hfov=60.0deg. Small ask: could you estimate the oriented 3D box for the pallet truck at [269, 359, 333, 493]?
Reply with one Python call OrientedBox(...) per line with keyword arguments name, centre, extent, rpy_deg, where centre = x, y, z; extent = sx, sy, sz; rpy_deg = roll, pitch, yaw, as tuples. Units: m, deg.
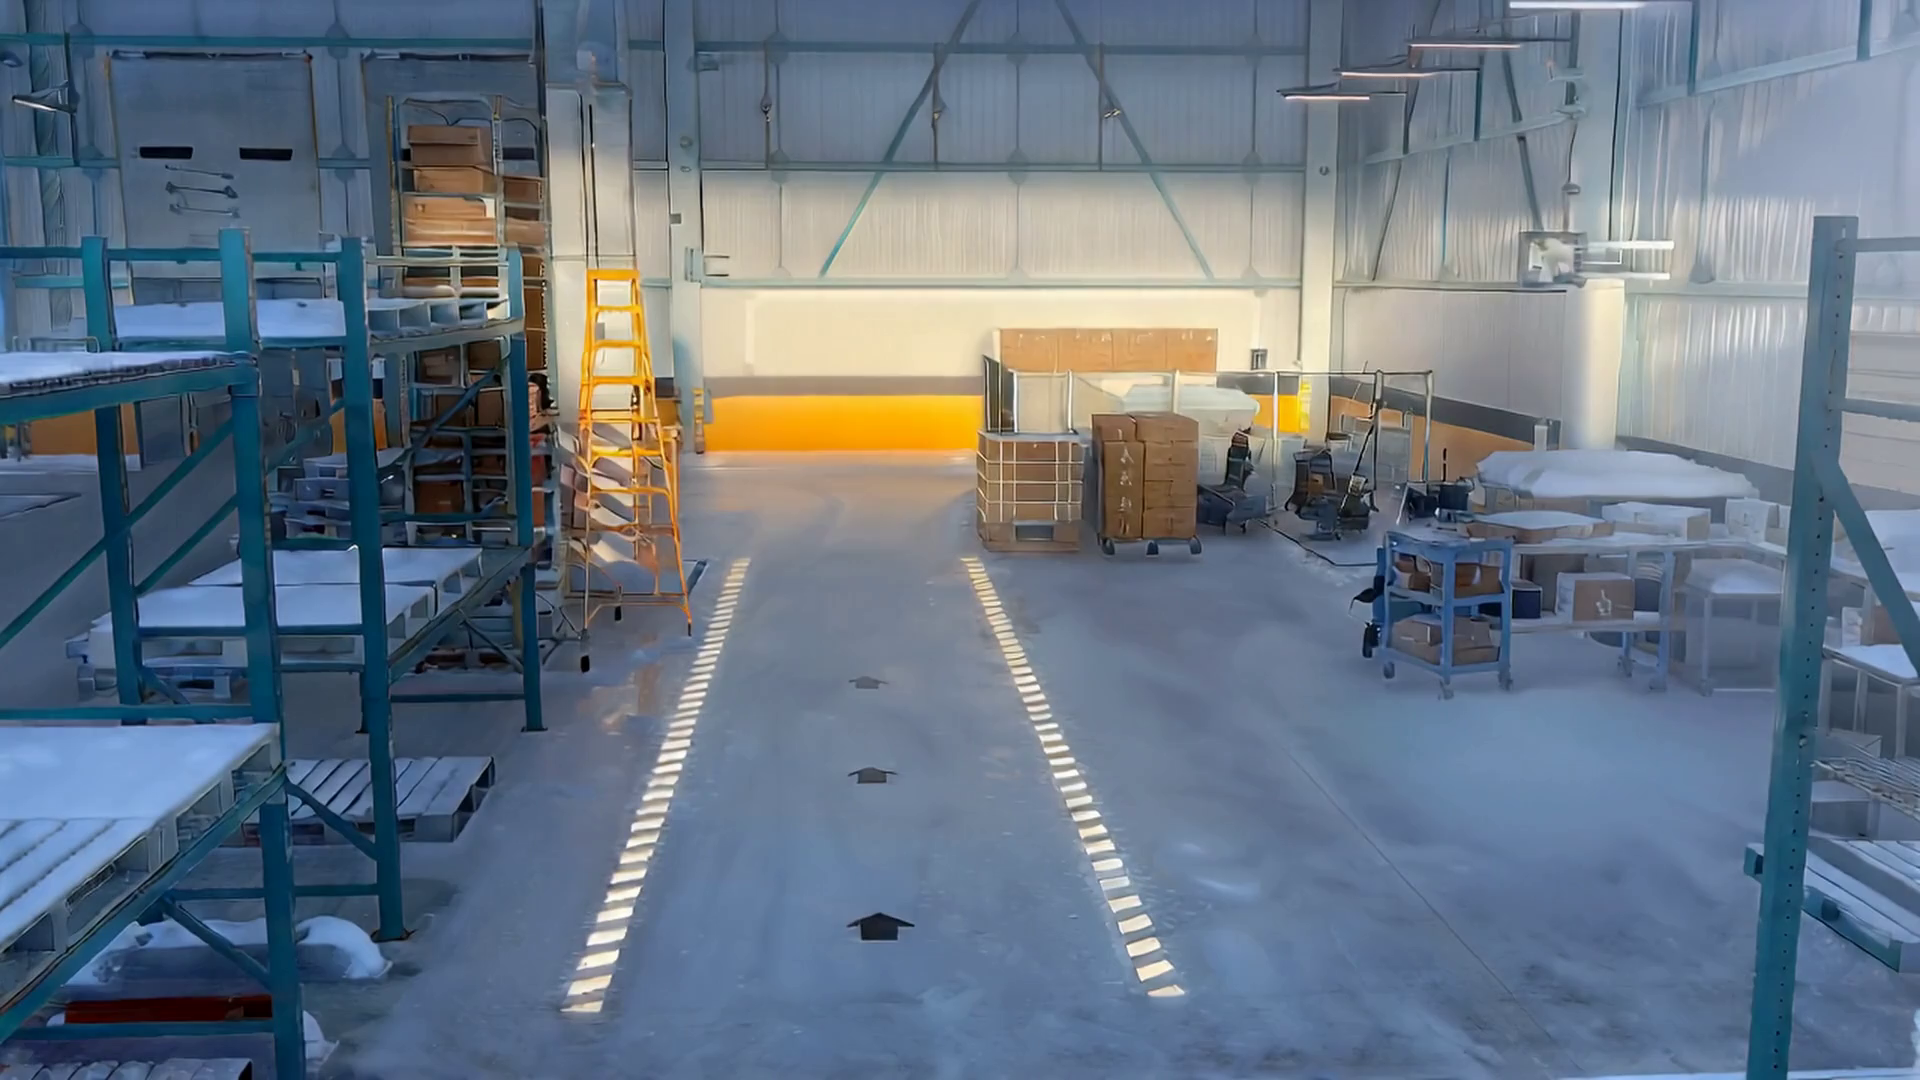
OrientedBox(name="pallet truck", centre=(-7.062, -1.131, 18.996), extent=(1.885, 1.965, 0.823), rpy_deg=(2, 9, 13))
